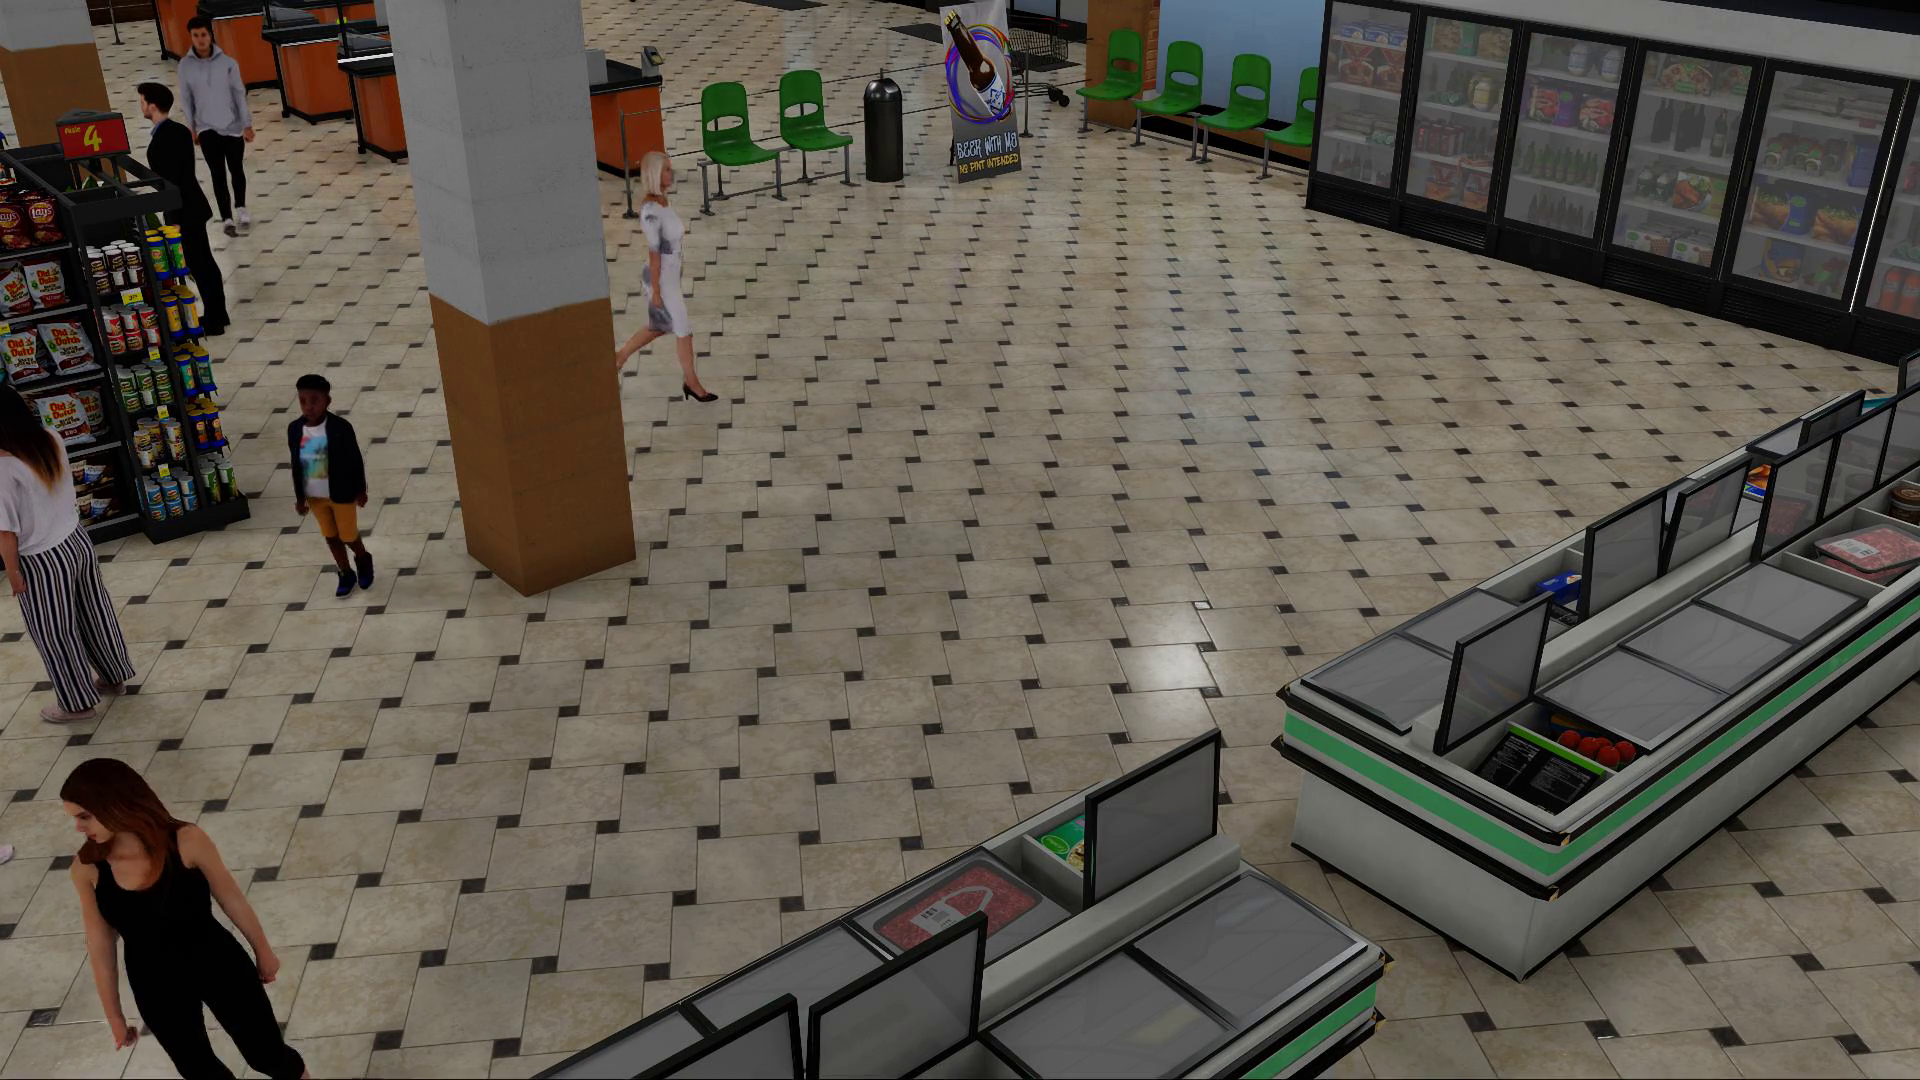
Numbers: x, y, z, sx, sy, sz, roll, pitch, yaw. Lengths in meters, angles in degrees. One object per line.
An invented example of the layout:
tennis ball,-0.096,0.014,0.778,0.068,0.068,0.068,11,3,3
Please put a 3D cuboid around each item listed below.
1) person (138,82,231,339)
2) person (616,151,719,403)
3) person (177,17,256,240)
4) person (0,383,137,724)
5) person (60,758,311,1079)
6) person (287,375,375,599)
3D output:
person,-5.786,-2.462,12.419,0.787,1.890,0.786,-4,27,-7
person,-2.071,-1.726,11.152,1.098,1.723,0.982,0,27,-1
person,-6.602,-3.683,14.848,1.217,1.871,0.973,-12,29,-22
person,-4.214,0.053,7.691,0.845,1.679,0.774,4,27,8
person,-2.333,1.328,5.163,0.777,1.693,0.900,-12,29,-22
person,-3.340,-0.311,8.869,0.643,1.265,0.703,1,27,2
